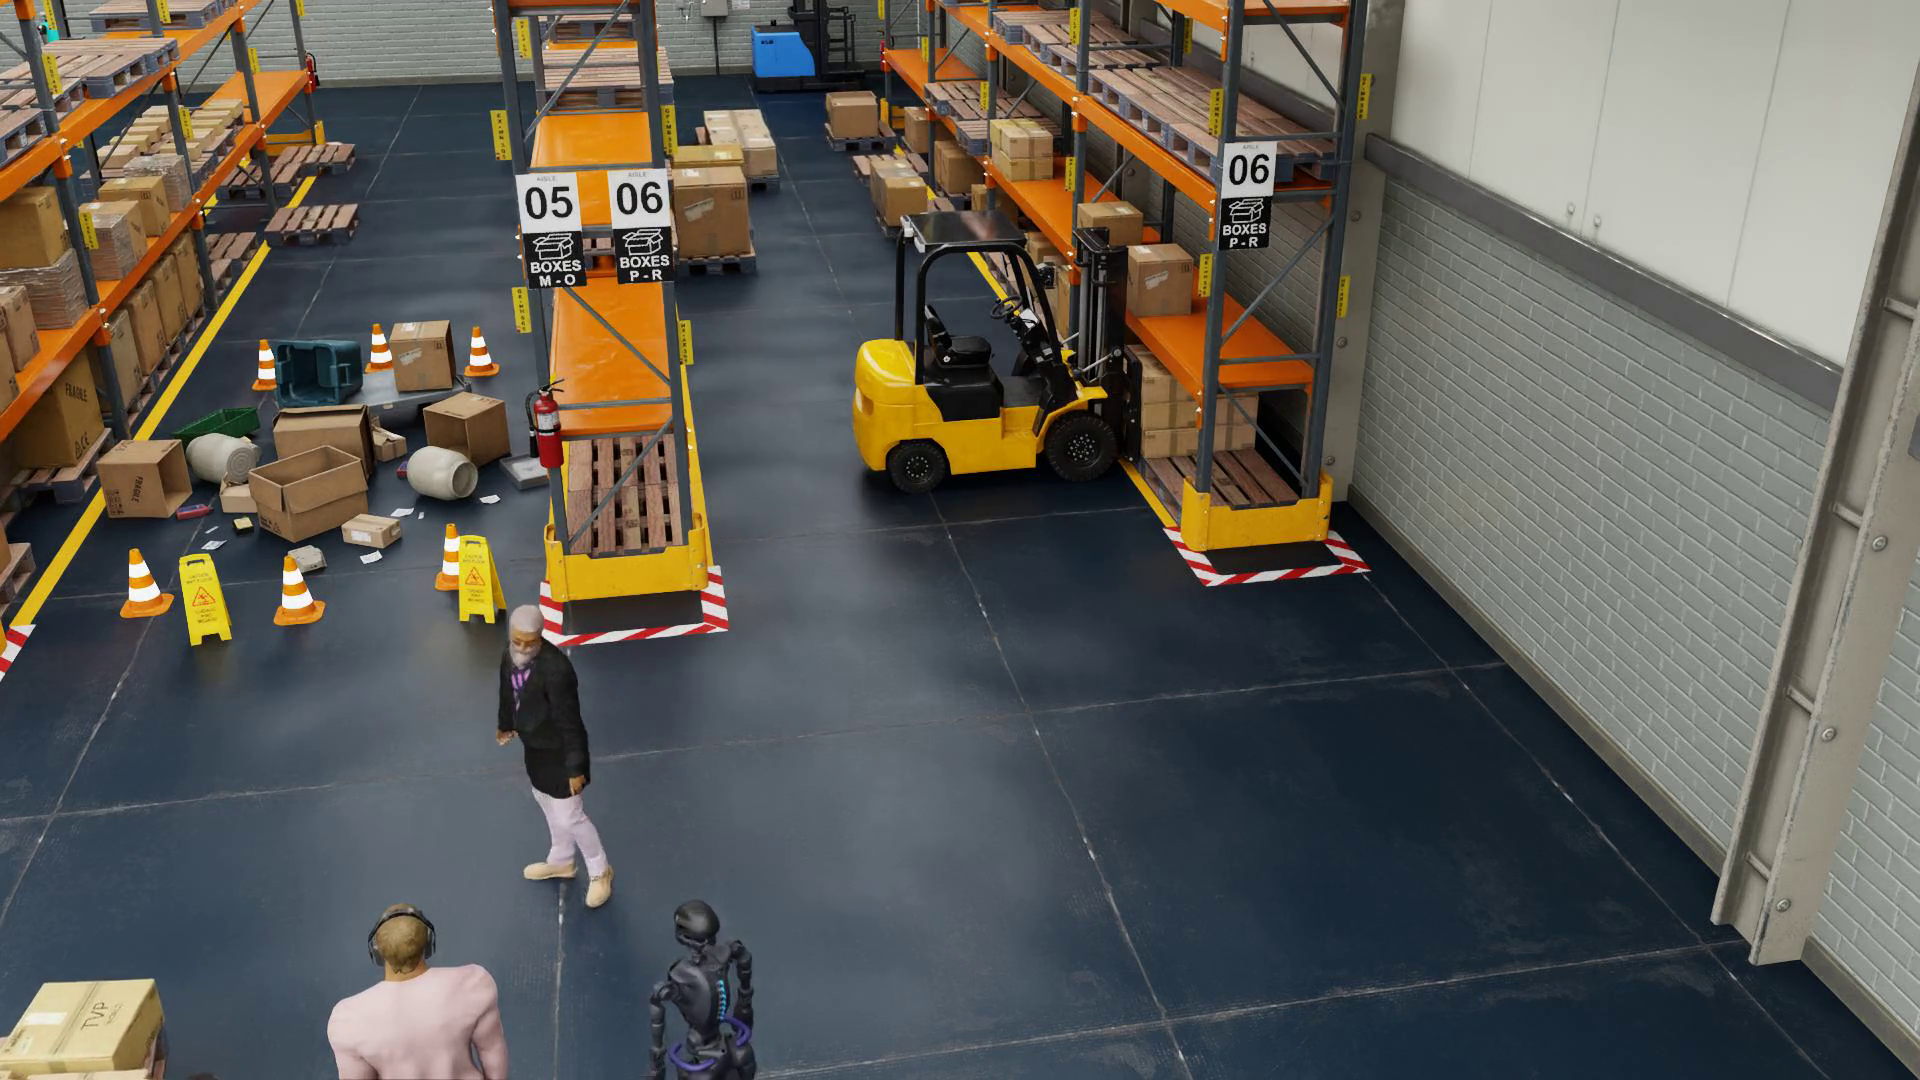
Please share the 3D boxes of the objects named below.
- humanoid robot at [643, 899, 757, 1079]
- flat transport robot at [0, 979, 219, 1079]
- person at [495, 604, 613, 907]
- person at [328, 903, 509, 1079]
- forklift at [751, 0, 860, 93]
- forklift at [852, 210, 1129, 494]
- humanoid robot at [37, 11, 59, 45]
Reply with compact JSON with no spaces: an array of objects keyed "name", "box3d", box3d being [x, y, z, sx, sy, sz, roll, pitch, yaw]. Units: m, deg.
[{"name":"humanoid robot","box3d":[-1.120,2.195,6.953,0.609,1.643,0.598,20,32,36]},{"name":"flat transport robot","box3d":[-4.030,2.785,7.330,1.431,0.231,0.659,-8,27,-16]},{"name":"person","box3d":[-2.231,1.116,8.998,0.414,1.846,0.724,-21,33,-37]},{"name":"person","box3d":[-2.075,2.238,6.541,0.629,1.939,0.371,-12,28,-24]},{"name":"forklift","box3d":[-2.872,-9.679,30.288,1.873,2.768,1.129,-5,26,-10]},{"name":"forklift","box3d":[0.216,-1.659,14.366,2.313,2.155,1.214,-5,26,-10]},{"name":"humanoid robot","box3d":[-14.979,-8.046,28.034,0.735,1.677,0.533,2,26,4]}]
